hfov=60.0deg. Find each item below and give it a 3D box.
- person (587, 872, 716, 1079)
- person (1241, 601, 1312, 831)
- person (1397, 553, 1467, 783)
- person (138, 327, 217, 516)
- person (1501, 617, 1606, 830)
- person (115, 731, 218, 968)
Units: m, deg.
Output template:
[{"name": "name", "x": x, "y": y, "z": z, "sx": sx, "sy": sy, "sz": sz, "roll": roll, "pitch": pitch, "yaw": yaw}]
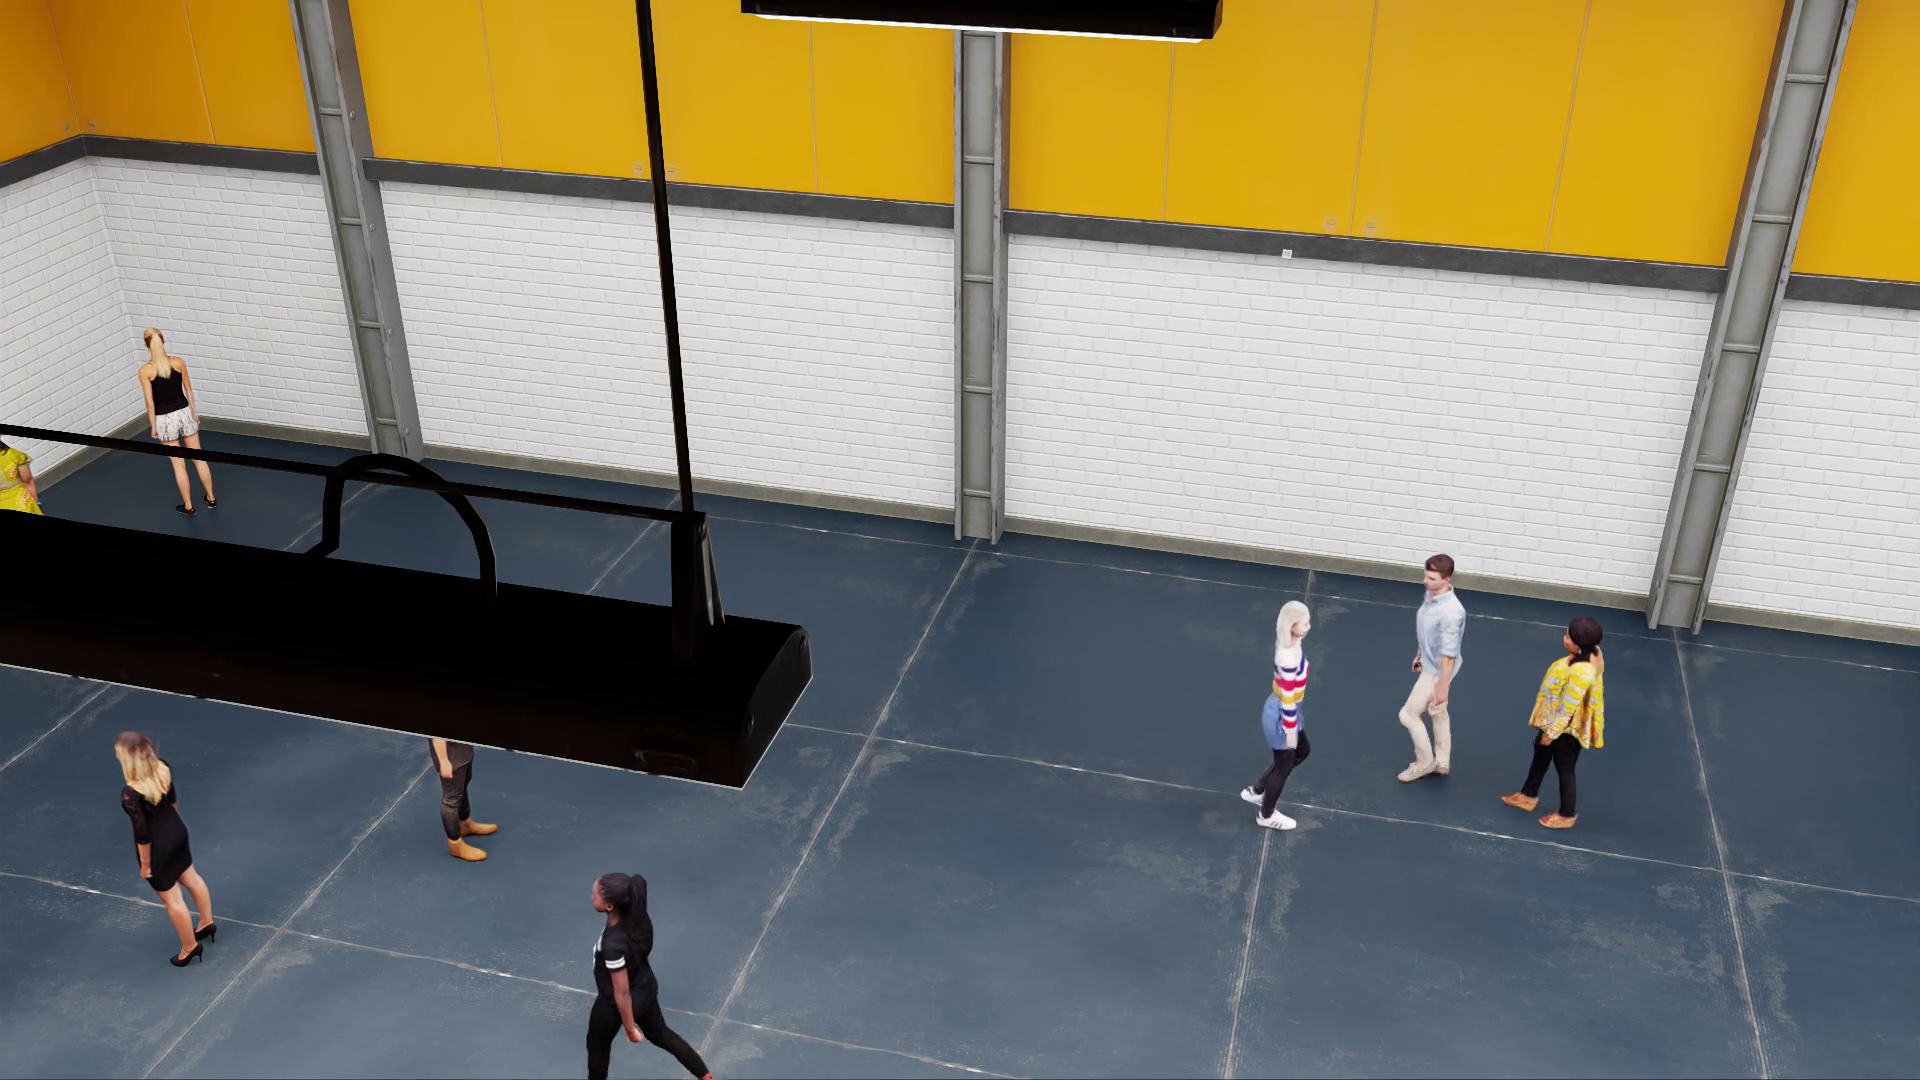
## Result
[{"name": "person", "x": -1.688, "y": 2.467, "z": 8.921, "sx": 1.185, "sy": 1.691, "sz": 0.669, "roll": 5, "pitch": 29, "yaw": 9}, {"name": "person", "x": 2.097, "y": 1.175, "z": 11.177, "sx": 0.666, "sy": 1.798, "sz": 0.666, "roll": 6, "pitch": 29, "yaw": 10}, {"name": "person", "x": 3.418, "y": 0.908, "z": 11.641, "sx": 0.716, "sy": 1.822, "sz": 0.718, "roll": 3, "pitch": 29, "yaw": 5}, {"name": "person", "x": -7.232, "y": -1.110, "z": 15.317, "sx": 0.679, "sy": 1.845, "sz": 0.693, "roll": -24, "pitch": 37, "yaw": -37}, {"name": "person", "x": 4.151, "y": 1.252, "z": 11.197, "sx": 0.779, "sy": 1.643, "sz": 0.695, "roll": 8, "pitch": 30, "yaw": 14}, {"name": "person", "x": -4.818, "y": 1.855, "z": 10.058, "sx": 0.497, "sy": 1.675, "sz": 0.568, "roll": 4, "pitch": 29, "yaw": 7}]
